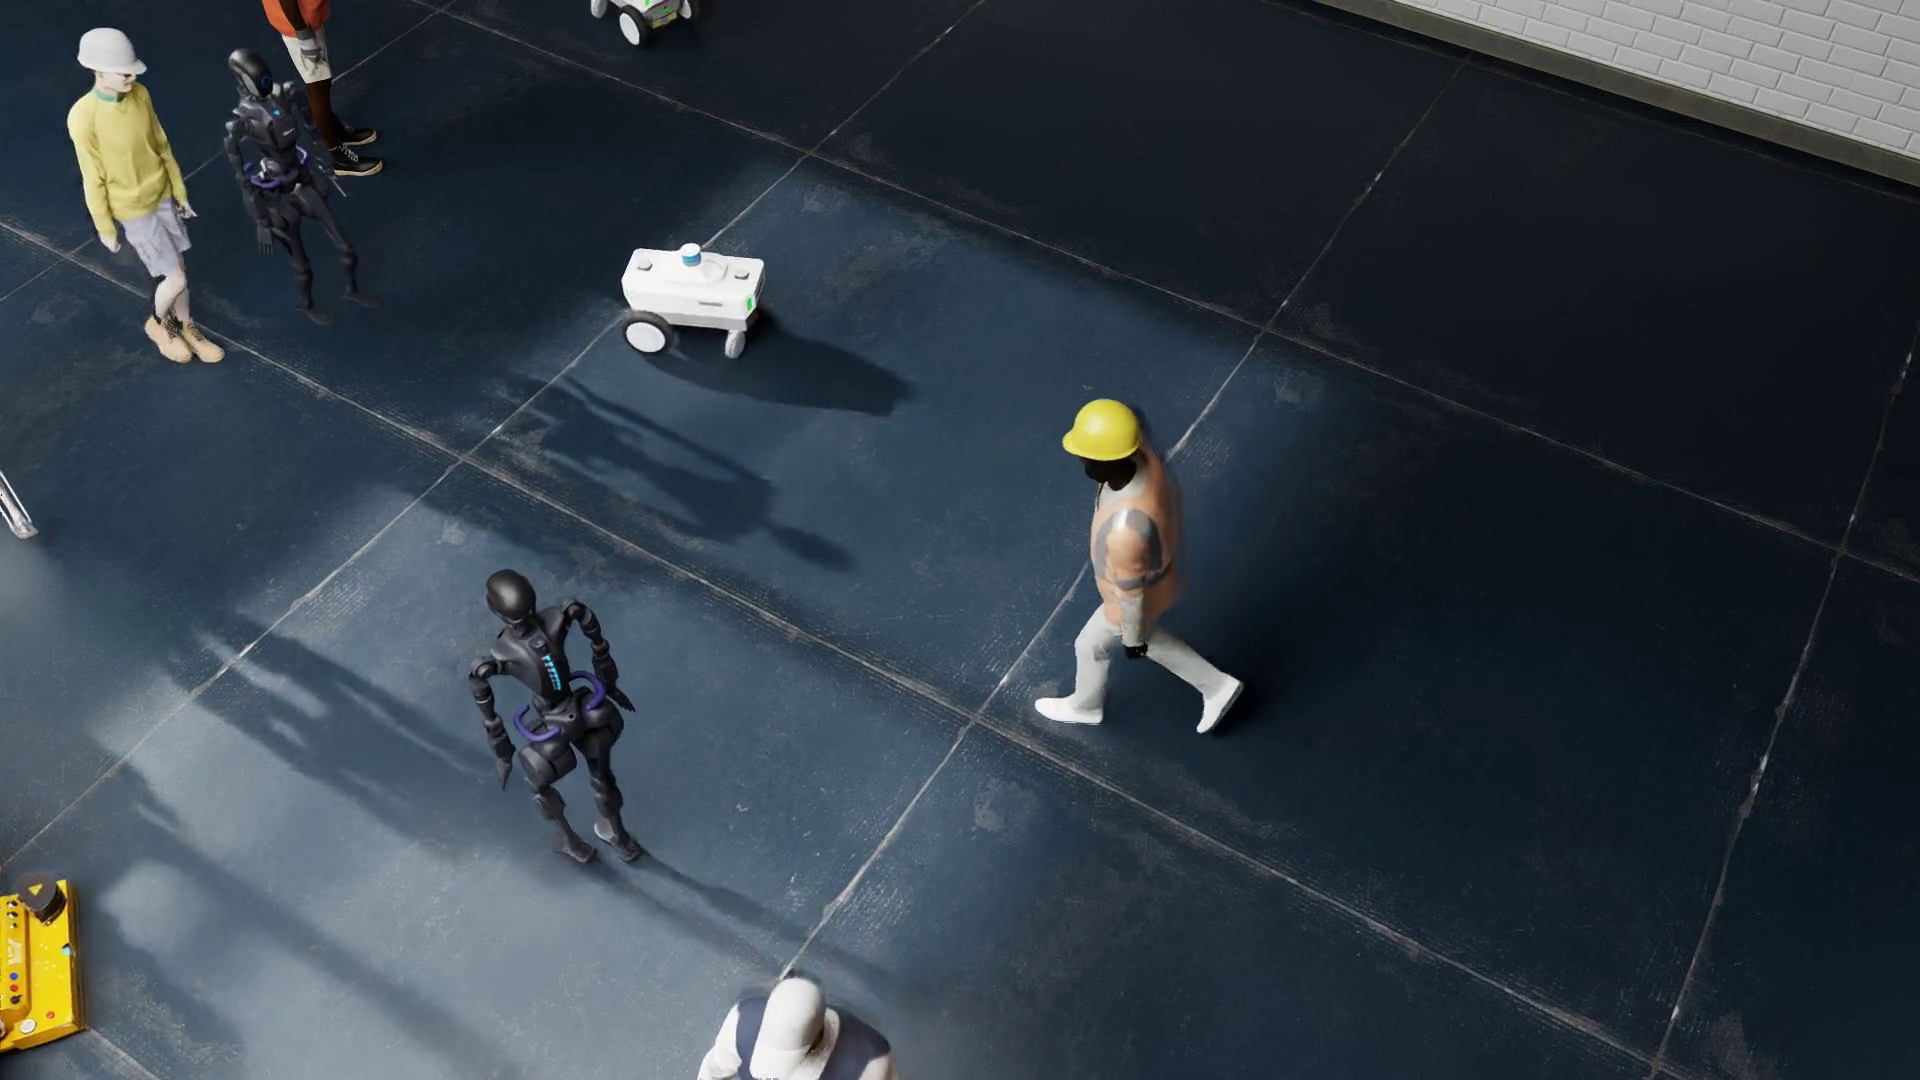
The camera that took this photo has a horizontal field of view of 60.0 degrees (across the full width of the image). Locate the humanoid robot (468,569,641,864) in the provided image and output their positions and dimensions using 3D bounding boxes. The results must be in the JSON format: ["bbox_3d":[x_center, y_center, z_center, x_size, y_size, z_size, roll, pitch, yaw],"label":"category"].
[{"bbox_3d":[-1.486,0.701,6.268,0.583,1.638,0.364,-36,58,-27],"label":"humanoid robot"}]

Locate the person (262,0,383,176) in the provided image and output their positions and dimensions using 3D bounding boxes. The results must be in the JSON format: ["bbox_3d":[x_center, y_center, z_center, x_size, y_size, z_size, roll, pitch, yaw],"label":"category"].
[{"bbox_3d":[-3.665,-2.950,9.268,0.368,1.965,0.601,-13,50,-11],"label":"person"}]

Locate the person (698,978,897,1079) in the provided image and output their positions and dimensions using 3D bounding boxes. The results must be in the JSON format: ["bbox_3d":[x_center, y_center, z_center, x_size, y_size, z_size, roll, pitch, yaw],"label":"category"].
[{"bbox_3d":[-0.453,1.788,5.276,0.758,1.737,0.665,13,50,11],"label":"person"}]

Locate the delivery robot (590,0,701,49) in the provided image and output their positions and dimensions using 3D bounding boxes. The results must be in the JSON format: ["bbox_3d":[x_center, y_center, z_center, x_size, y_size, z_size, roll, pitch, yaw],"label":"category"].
[{"bbox_3d":[-2.079,-3.572,10.756,0.511,0.607,0.779,-36,58,-27],"label":"delivery robot"}]

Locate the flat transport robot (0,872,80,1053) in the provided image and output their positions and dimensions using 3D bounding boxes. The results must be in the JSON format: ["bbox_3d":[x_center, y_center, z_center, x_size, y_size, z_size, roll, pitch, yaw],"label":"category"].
[{"bbox_3d":[-4.114,1.776,6.263,1.431,0.231,0.659,-17,51,-14],"label":"flat transport robot"}]

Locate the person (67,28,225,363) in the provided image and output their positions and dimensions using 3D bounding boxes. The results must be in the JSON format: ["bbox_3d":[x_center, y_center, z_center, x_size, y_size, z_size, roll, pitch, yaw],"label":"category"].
[{"bbox_3d":[-4.006,-1.653,8.210,0.465,1.856,0.519,18,51,15],"label":"person"}]

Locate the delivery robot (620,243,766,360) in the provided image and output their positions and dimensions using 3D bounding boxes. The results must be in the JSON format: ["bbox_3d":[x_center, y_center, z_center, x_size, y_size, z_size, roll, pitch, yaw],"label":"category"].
[{"bbox_3d":[-1.418,-1.295,8.765,0.777,0.605,0.499,6,49,5],"label":"delivery robot"}]

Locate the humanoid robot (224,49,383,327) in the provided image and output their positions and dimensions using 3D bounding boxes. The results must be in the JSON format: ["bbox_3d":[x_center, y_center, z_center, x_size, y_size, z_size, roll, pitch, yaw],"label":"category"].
[{"bbox_3d":[-3.403,-1.765,8.427,0.367,1.644,0.589,22,52,18],"label":"humanoid robot"}]

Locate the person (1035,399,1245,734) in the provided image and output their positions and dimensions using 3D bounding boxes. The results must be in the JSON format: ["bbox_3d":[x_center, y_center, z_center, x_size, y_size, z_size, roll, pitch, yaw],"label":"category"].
[{"bbox_3d":[0.766,0.175,6.603,0.795,1.876,0.595,10,50,9],"label":"person"}]

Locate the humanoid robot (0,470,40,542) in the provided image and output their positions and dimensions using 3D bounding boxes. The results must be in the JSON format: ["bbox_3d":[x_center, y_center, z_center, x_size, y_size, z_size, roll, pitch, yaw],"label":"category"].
[{"bbox_3d":[-4.663,-0.709,7.447,0.550,1.705,1.024,-29,55,-23],"label":"humanoid robot"}]
